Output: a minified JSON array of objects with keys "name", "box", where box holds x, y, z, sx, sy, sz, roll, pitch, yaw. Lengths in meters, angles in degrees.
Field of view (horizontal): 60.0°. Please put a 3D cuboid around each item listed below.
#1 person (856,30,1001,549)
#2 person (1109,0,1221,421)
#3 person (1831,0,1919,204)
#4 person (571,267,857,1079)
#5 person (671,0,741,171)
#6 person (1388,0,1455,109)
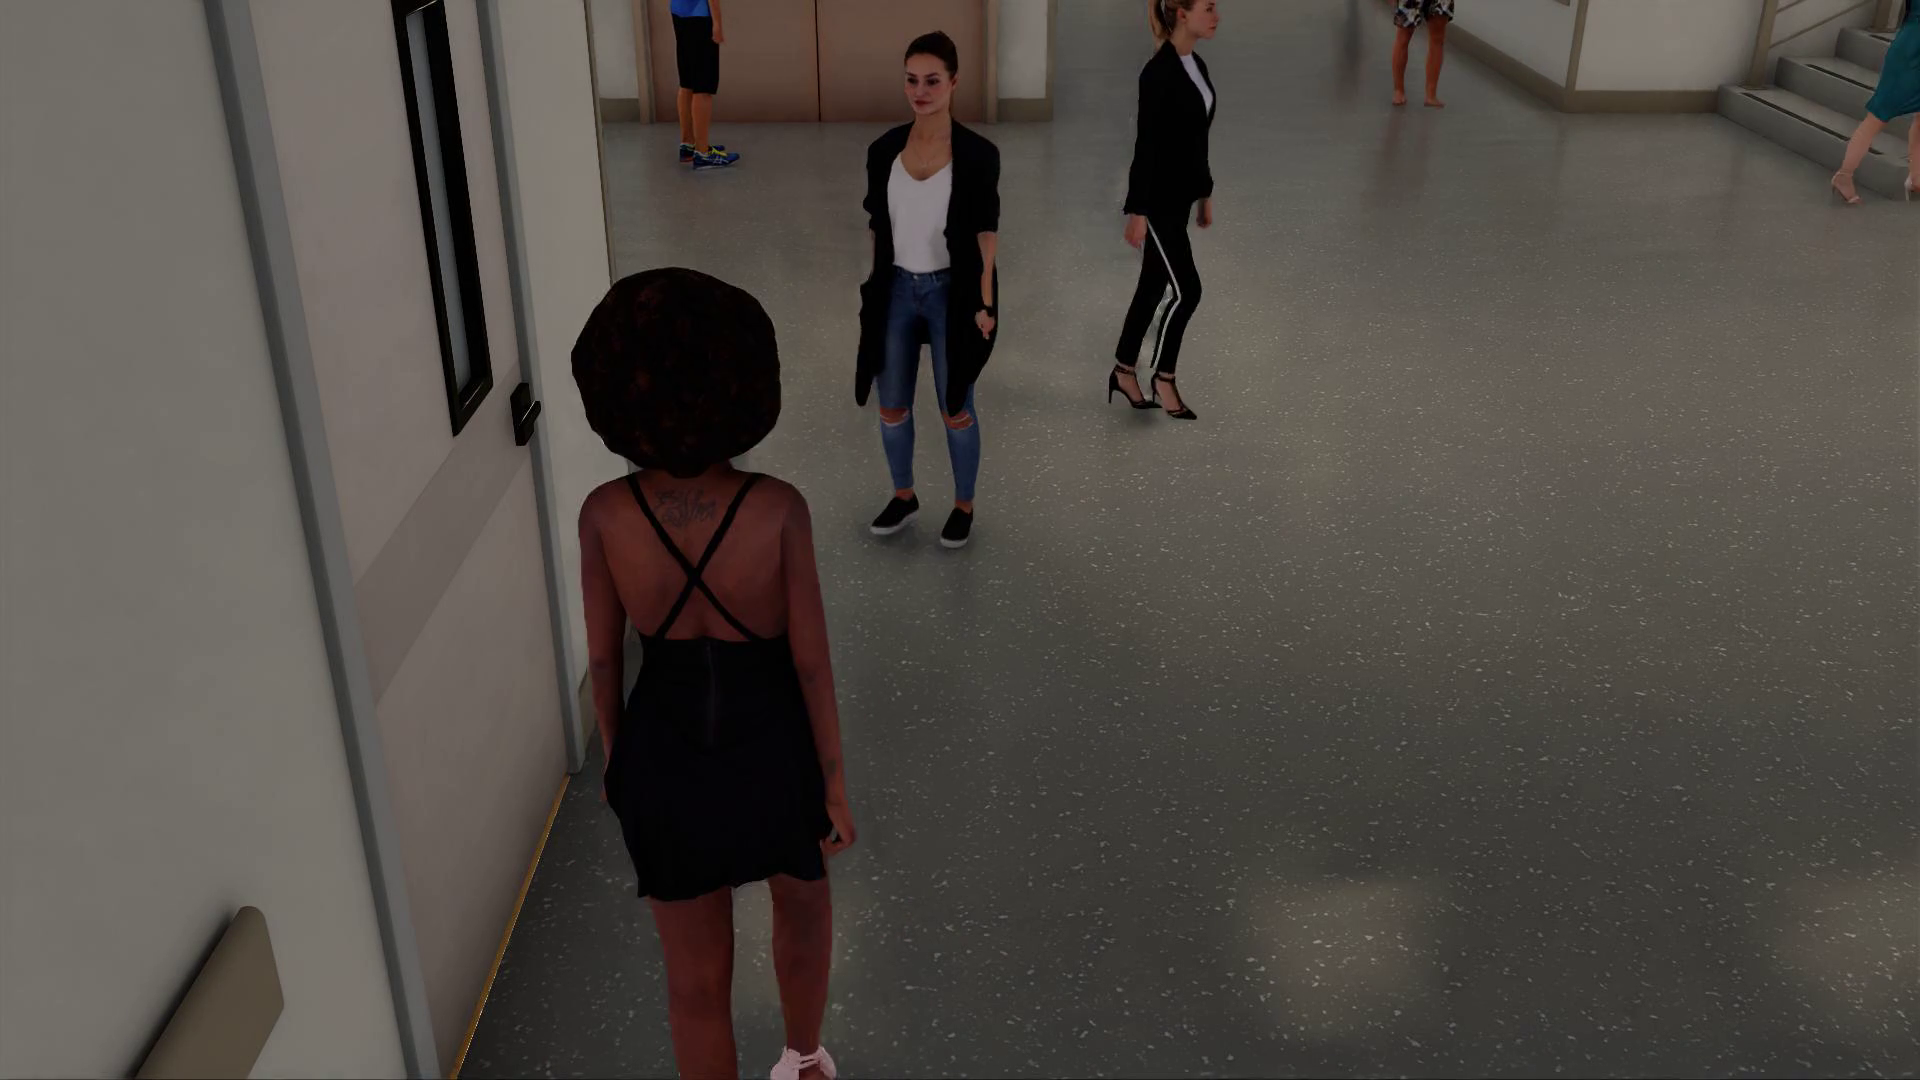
[{"name":"person","box":[-0.102,-0.806,5.448,0.670,1.686,0.783,8,27,17]},{"name":"person","box":[0.712,-1.287,6.446,0.797,1.686,0.763,13,29,25]},{"name":"person","box":[5.326,-2.733,9.477,0.932,1.659,0.802,14,29,27]},{"name":"person","box":[-0.389,0.471,2.705,0.648,1.768,0.650,0,26,-1]},{"name":"person","box":[-1.656,-3.283,10.380,0.719,1.865,0.692,-15,30,-29]},{"name":"person","box":[3.363,-4.092,12.141,0.827,1.793,0.760,1,26,2]}]
